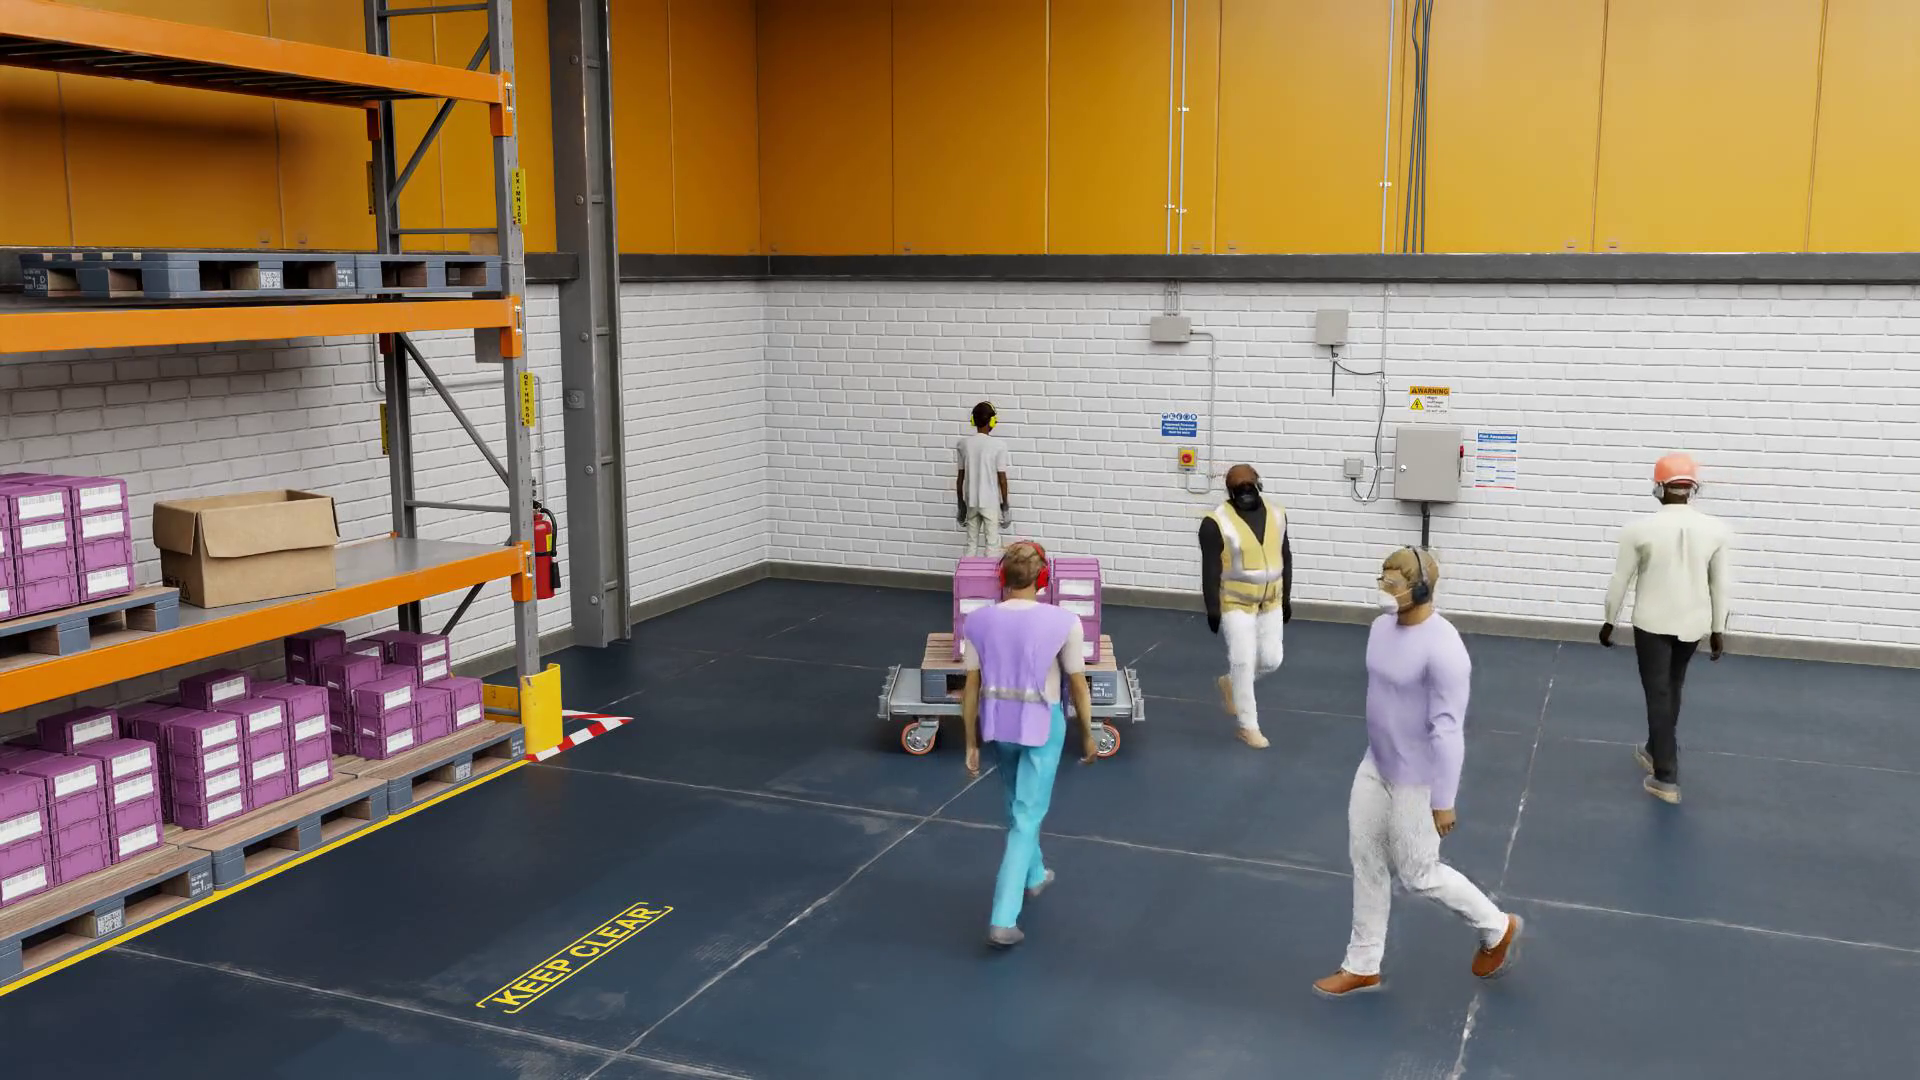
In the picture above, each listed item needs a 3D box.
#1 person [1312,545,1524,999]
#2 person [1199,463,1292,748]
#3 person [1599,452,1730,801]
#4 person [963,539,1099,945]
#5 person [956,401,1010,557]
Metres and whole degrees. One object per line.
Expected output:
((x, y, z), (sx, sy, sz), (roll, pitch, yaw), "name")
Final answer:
((1.912, 0.962, 6.851), (0.819, 1.917, 0.634), (-2, 10, -14), "person")
((1.795, 0.391, 10.631), (0.643, 1.810, 0.597), (-4, 10, -23), "person")
((4.065, 0.464, 9.702), (0.637, 1.954, 0.913), (0, 9, -1), "person")
((0.290, 0.896, 7.608), (0.573, 1.801, 0.978), (5, 11, 28), "person")
((0.198, -0.277, 14.552), (0.502, 1.854, 0.318), (6, 11, 30), "person")
